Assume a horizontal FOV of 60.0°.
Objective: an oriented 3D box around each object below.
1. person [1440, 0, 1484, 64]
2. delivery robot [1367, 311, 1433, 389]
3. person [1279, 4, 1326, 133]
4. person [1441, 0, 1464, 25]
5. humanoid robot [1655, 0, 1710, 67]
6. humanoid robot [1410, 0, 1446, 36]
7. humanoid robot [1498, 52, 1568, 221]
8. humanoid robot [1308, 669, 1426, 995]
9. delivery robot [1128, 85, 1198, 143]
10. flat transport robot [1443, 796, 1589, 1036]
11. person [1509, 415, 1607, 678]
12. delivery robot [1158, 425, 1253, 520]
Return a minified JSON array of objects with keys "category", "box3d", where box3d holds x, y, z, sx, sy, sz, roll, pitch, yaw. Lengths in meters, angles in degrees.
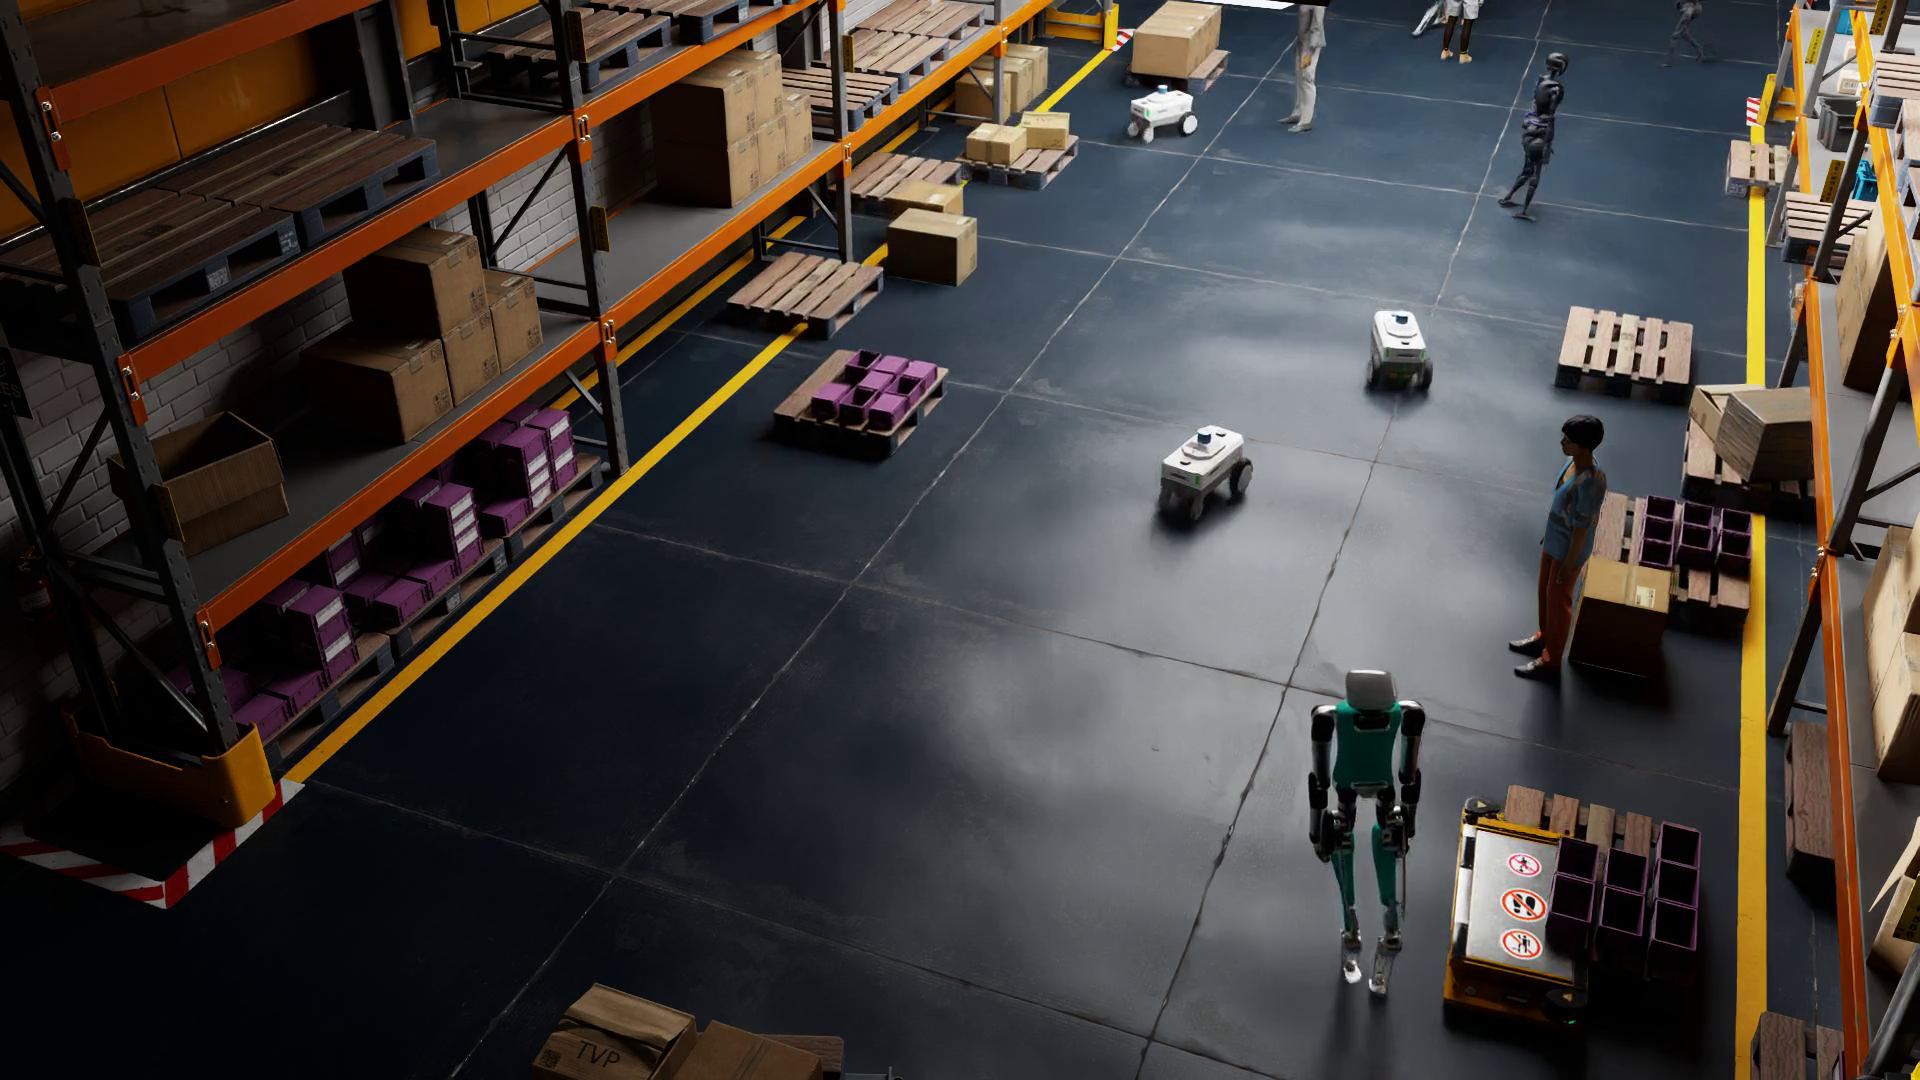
[{"category":"person","box3d":[6.355,-6.855,20.888,0.320,1.692,0.532,-27,42,-35]},{"category":"delivery robot","box3d":[3.638,-1.597,13.810,0.499,0.606,0.801,2,33,3]},{"category":"person","box3d":[3.914,-5.540,18.666,0.378,1.896,0.545,-1,33,-1]},{"category":"person","box3d":[6.794,-7.833,22.332,0.504,1.768,0.355,16,36,23]},{"category":"humanoid robot","box3d":[9.174,-6.727,20.725,0.674,1.635,0.587,2,33,4]},{"category":"humanoid robot","box3d":[6.383,-7.537,21.950,1.030,1.760,0.534,-28,42,-36]},{"category":"humanoid robot","box3d":[5.718,-4.035,16.534,0.374,1.643,0.602,2,33,3]},{"category":"humanoid robot","box3d":[1.933,1.498,7.945,0.562,1.802,0.688,-1,33,-1]},{"category":"delivery robot","box3d":[2.288,-4.848,18.819,0.767,0.581,0.499,-20,38,-28]},{"category":"flat transport robot","box3d":[2.900,1.913,8.631,0.659,0.231,1.431,10,34,15]},{"category":"person","box3d":[3.678,0.035,10.169,0.338,1.758,0.502,3,33,4]},{"category":"delivery robot","box3d":[1.779,-0.543,12.168,0.499,0.594,0.782,22,39,30]}]
